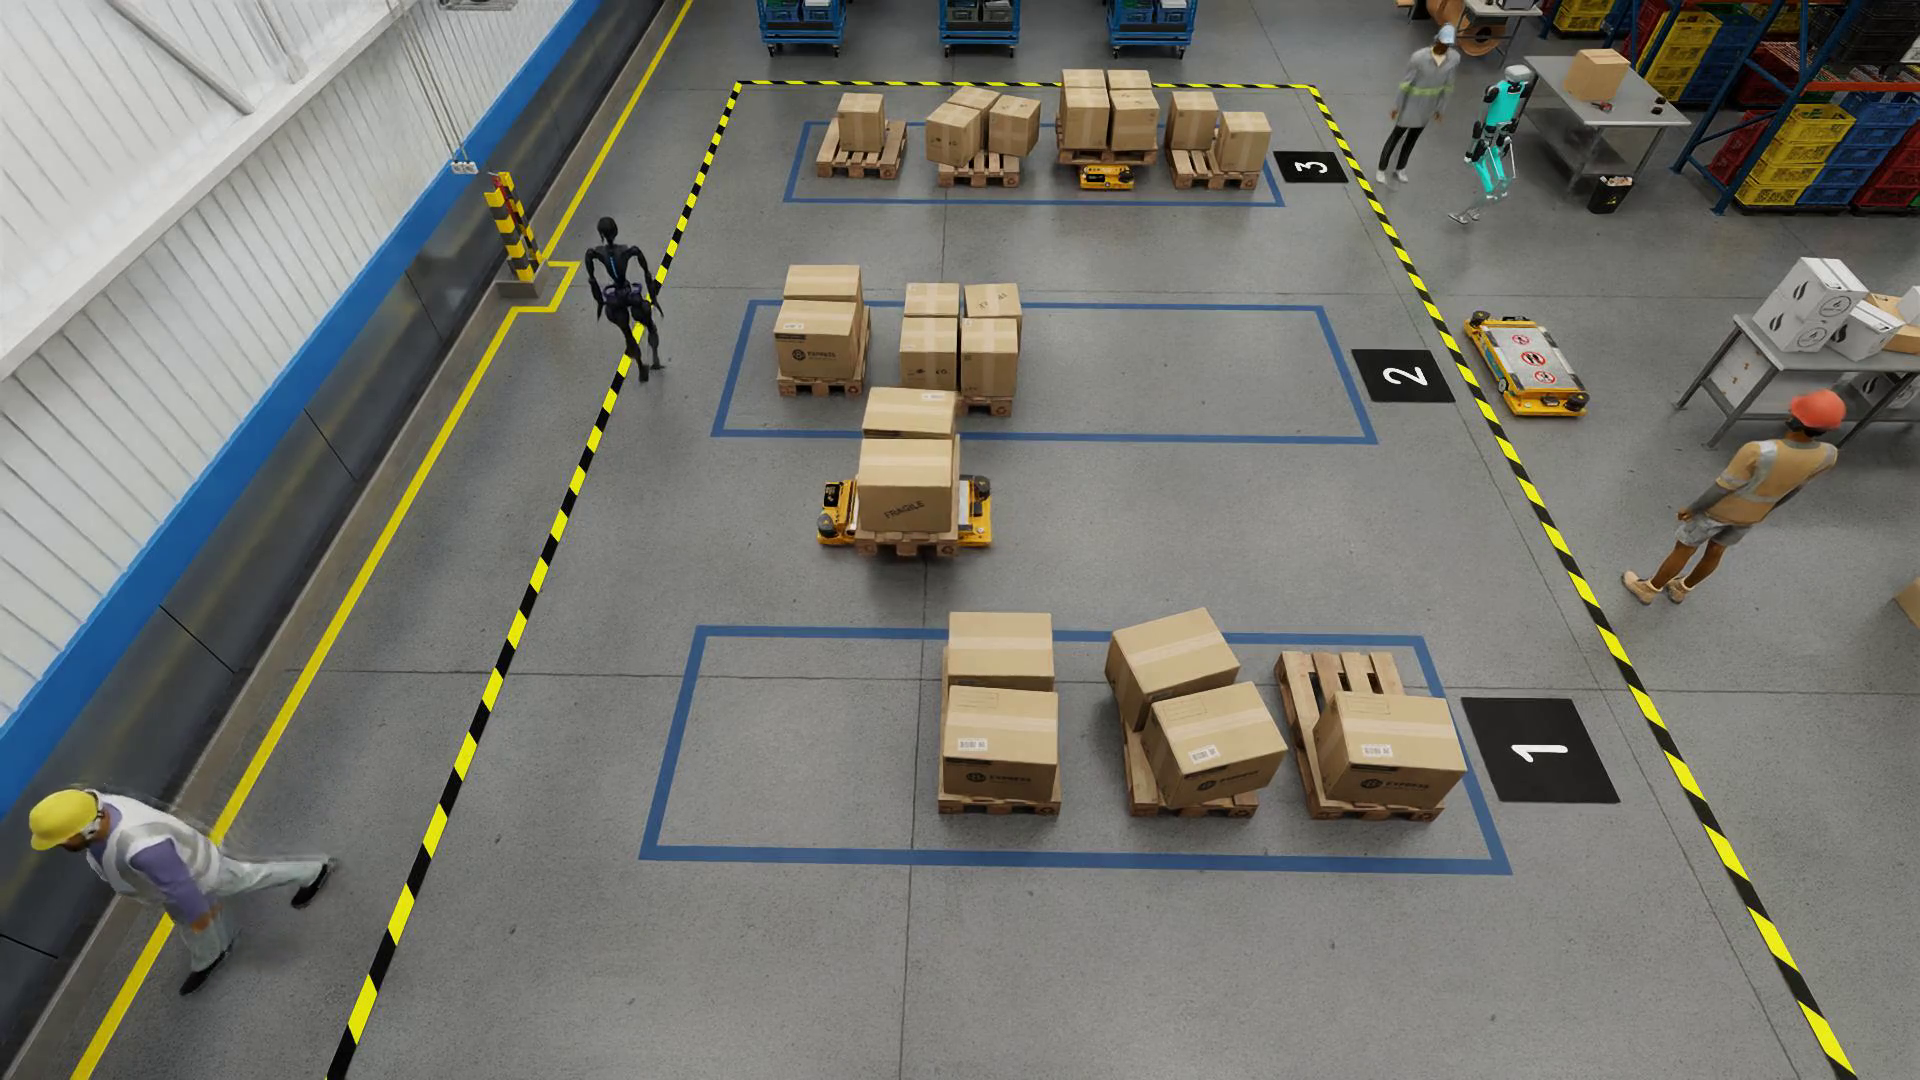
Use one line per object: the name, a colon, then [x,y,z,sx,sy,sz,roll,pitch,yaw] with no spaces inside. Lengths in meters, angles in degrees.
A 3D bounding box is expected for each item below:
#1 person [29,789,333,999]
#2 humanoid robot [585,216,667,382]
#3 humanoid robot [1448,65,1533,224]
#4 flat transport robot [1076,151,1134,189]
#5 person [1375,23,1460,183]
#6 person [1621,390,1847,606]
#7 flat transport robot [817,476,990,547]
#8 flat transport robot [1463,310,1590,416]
person: [-4.252,1.796,4.976,0.627,1.786,0.933,20,52,17]
humanoid robot: [-3.103,-2.215,8.521,0.609,1.646,0.336,-9,50,-7]
humanoid robot: [5.999,-4.301,10.198,0.533,1.675,0.735,-11,50,-10]
flat transport robot: [1.845,-4.982,11.827,0.652,0.197,1.431,1,49,1]
person: [5.504,-5.200,10.986,0.597,1.850,0.396,-1,49,-1]
person: [5.540,-0.250,6.575,0.606,2.048,0.366,0,49,0]
flat transport robot: [-0.459,-0.261,7.741,1.431,0.197,0.652,1,49,1]
flat transport robot: [5.573,-1.757,9.054,0.659,0.231,1.431,1,49,1]
